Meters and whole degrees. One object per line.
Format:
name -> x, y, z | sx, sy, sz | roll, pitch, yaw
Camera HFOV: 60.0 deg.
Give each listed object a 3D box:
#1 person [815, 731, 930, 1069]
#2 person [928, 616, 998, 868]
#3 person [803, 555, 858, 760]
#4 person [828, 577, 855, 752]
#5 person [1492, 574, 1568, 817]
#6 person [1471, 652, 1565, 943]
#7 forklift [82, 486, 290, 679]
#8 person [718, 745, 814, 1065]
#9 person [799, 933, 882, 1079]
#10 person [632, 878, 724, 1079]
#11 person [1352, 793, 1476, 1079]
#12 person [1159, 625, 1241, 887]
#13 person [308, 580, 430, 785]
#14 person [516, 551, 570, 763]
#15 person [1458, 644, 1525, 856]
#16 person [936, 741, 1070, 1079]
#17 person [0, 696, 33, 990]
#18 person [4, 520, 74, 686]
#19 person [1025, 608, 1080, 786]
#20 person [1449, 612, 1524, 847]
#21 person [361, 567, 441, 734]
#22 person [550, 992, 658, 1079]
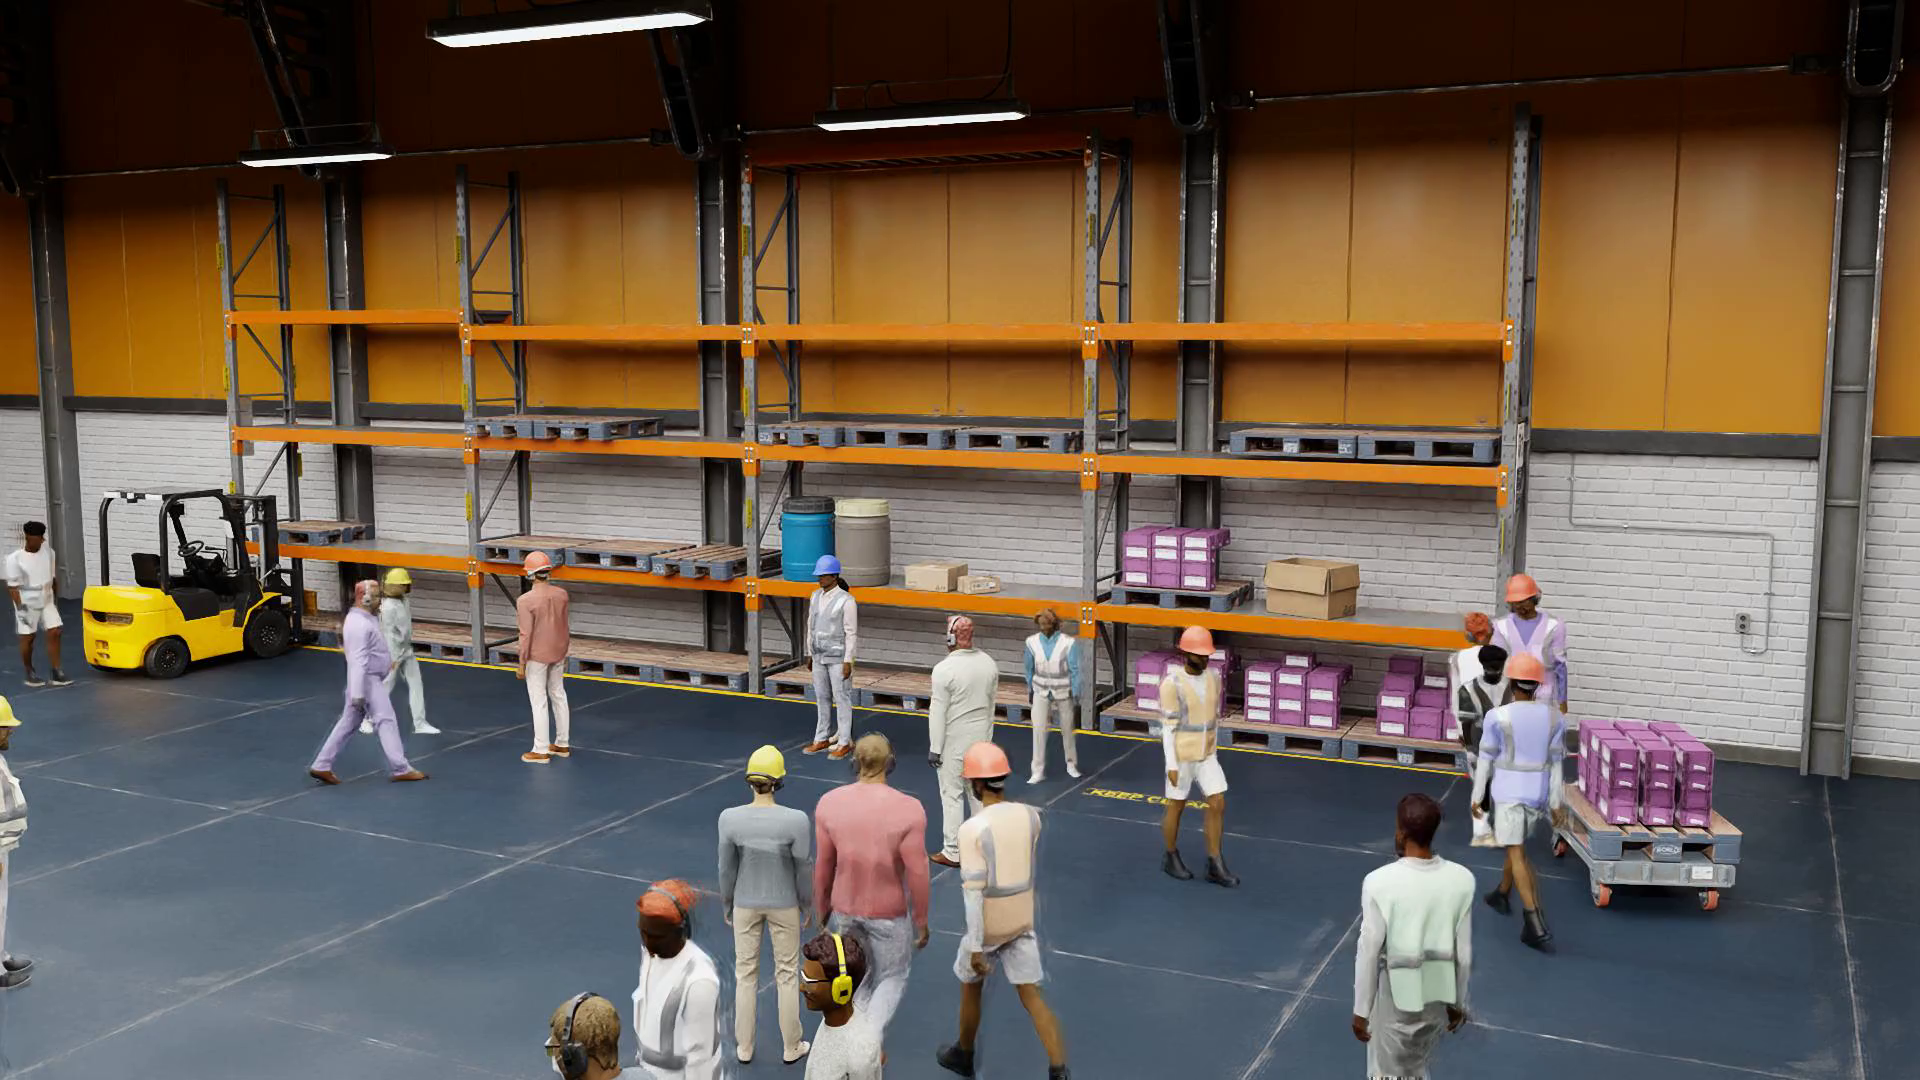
person -> -0.495, 1.978, 8.757 | 0.665, 1.911, 0.586 | 2, 7, 19
person -> -0.004, 1.518, 12.628 | 0.401, 1.900, 0.636 | 7, 9, 43
person -> -1.232, 1.105, 15.804 | 0.601, 1.948, 0.386 | 6, 9, 41
person -> -1.177, 1.194, 16.097 | 0.316, 1.695, 0.541 | -1, 7, -9
person -> 4.762, 1.291, 13.949 | 0.634, 2.031, 0.453 | 4, 8, 30
person -> 3.773, 1.705, 11.156 | 0.570, 1.890, 1.015 | -1, 7, -7
forklift -> -9.426, 0.454, 20.179 | 1.214, 2.155, 2.313 | 3, 8, 26
person -> -1.061, 2.002, 9.140 | 0.525, 1.769, 0.315 | 0, 7, 4
person -> -0.453, 2.327, 6.030 | 0.328, 1.872, 0.508 | -3, 7, -21
person -> -1.087, 2.242, 6.799 | 0.641, 1.857, 0.646 | -4, 8, -29
person -> 2.115, 2.115, 7.666 | 0.601, 1.895, 0.690 | -3, 7, -22
person -> 1.752, 1.576, 12.062 | 0.565, 1.906, 0.794 | -4, 8, -29
person -> -5.330, 1.272, 14.815 | 1.008, 1.861, 0.654 | -3, 8, -24
person -> -3.942, 1.097, 15.676 | 0.395, 1.993, 0.614 | 4, 8, 32
person -> 4.122, 1.609, 12.820 | 0.563, 1.653, 0.698 | 0, 7, 4
person -> 0.240, 2.003, 8.679 | 0.555, 1.890, 1.013 | -5, 9, -36
person -> -5.935, 1.849, 10.195 | 0.403, 1.821, 0.602 | -4, 8, -30
person -> -10.463, 0.734, 18.911 | 0.769, 1.928, 0.620 | 4, 8, 29
person -> 0.845, 1.385, 14.962 | 0.523, 1.594, 0.613 | 2, 7, 19
person -> 4.177, 1.490, 13.075 | 0.502, 1.846, 0.641 | -4, 8, -30
person -> -5.700, 1.116, 16.701 | 0.836, 1.707, 0.494 | 1, 7, 9
person -> -1.144, 2.388, 5.312 | 0.387, 1.927, 0.640 | 2, 7, 16
